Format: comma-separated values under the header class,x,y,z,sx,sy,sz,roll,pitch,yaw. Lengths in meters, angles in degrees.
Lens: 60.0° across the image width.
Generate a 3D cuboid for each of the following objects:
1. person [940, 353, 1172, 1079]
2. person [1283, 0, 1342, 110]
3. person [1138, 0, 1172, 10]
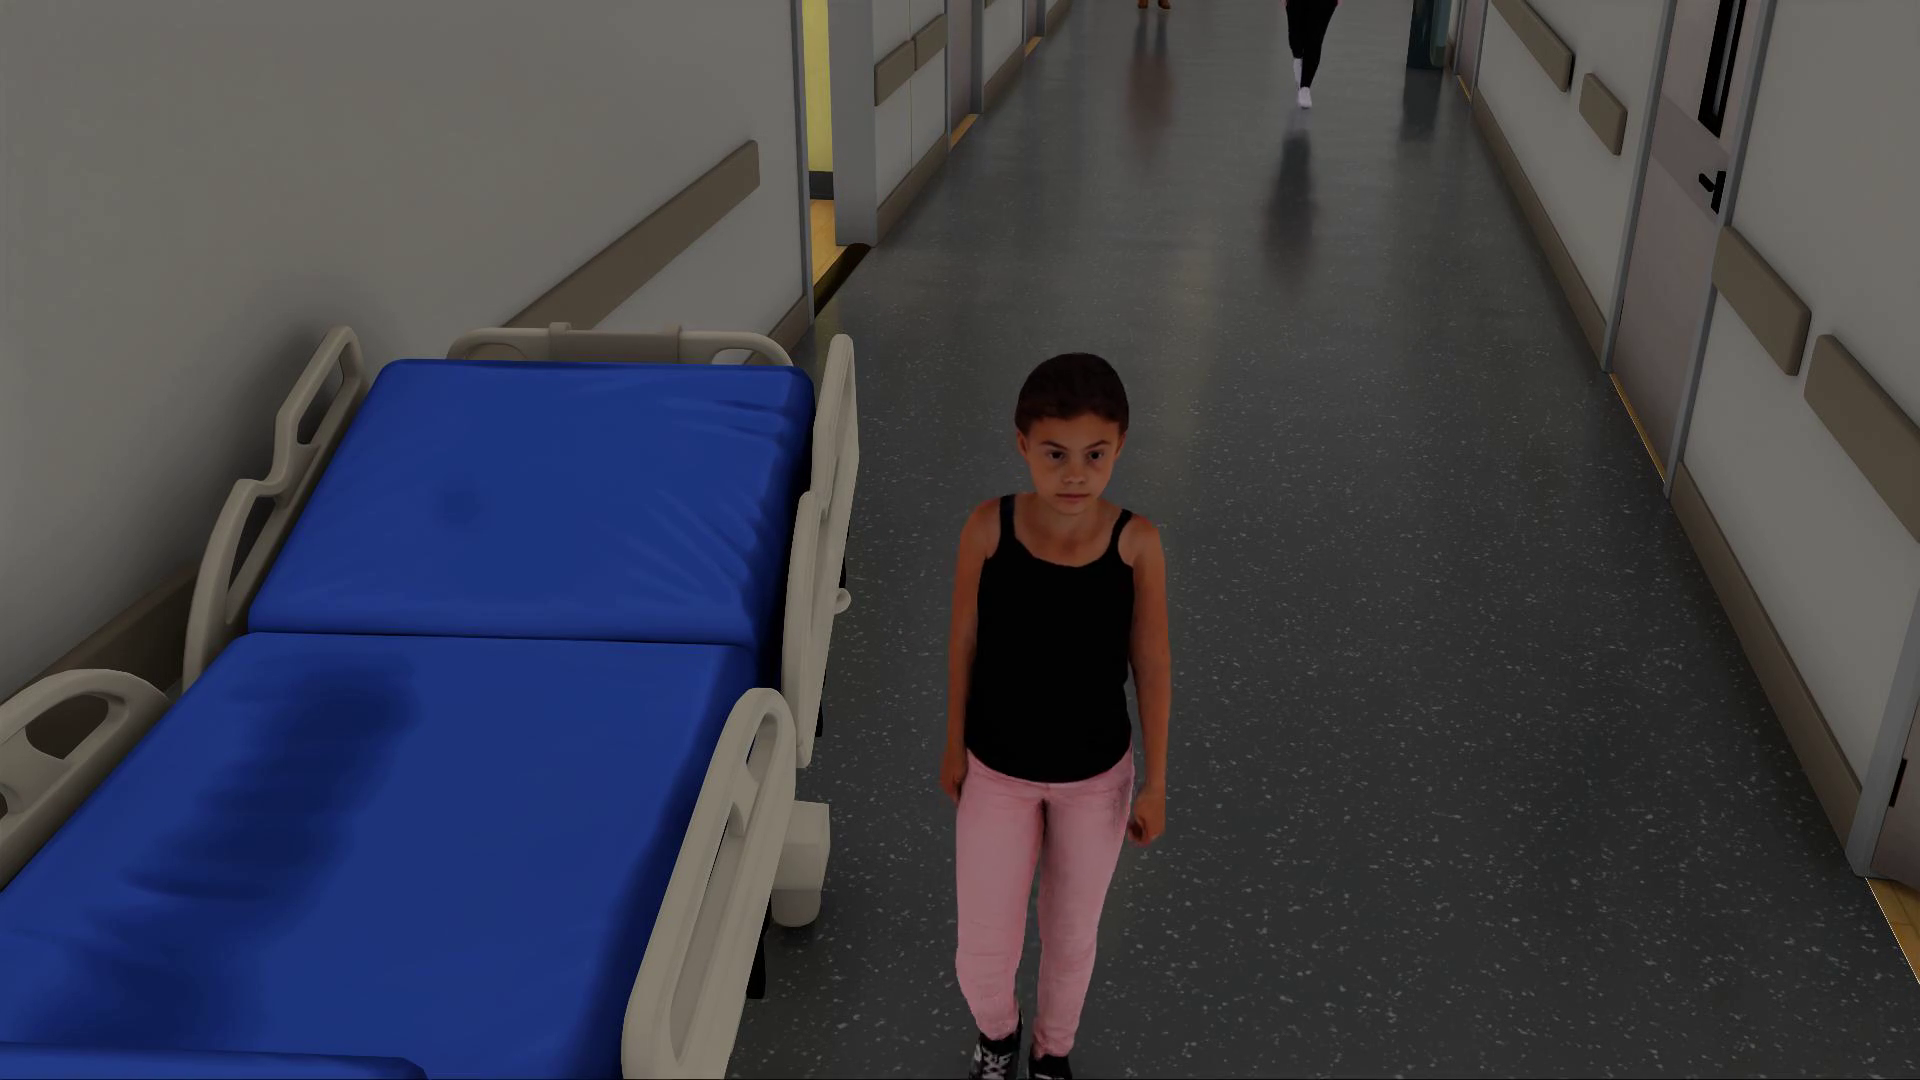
class,x,y,z,sx,sy,sz,roll,pitch,yaw
person,0.152,0.380,2.980,0.534,1.556,0.639,1,26,2
person,2.511,-3.932,11.849,0.914,1.621,0.673,3,26,7
person,1.921,-6.045,16.064,0.595,1.723,0.740,2,26,5
